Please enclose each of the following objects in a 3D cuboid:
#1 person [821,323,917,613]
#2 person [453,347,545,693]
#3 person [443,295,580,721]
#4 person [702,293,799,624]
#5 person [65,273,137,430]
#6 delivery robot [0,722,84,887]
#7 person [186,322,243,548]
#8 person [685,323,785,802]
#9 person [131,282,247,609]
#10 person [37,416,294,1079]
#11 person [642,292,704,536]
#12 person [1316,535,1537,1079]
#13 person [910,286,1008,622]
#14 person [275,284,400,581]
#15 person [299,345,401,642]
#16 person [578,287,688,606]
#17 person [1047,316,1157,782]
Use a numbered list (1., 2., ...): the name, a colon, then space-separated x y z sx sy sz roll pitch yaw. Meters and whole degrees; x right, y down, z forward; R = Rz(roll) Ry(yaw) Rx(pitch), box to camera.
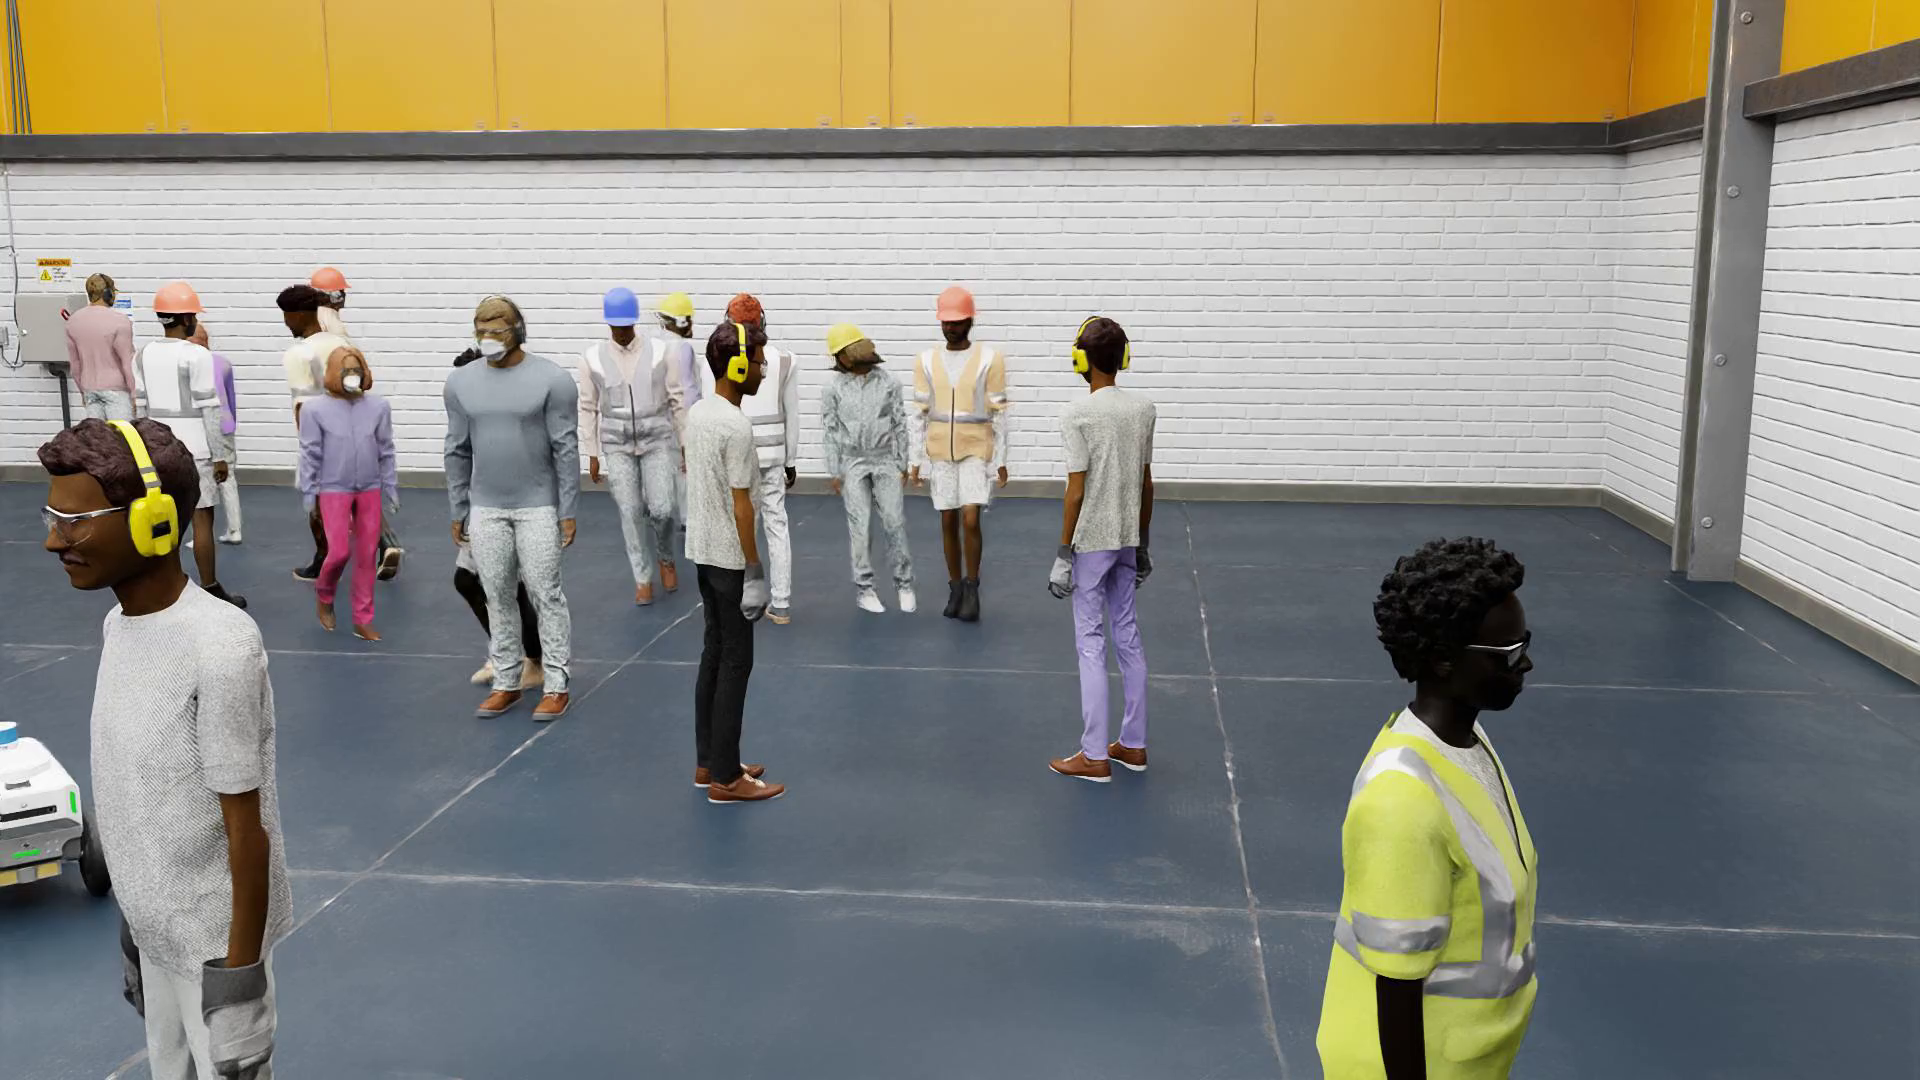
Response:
1. person: -0.512 -0.414 9.776 0.579 1.696 0.375 -2 10 -11
2. person: -2.212 -0.081 7.927 0.466 1.668 0.550 -5 11 -28
3. person: -2.028 -0.139 7.547 0.636 1.928 0.387 1 10 8
4. person: -1.177 -0.440 9.371 0.573 1.887 0.355 -6 11 -29
5. person: -6.955 -1.203 13.591 0.632 1.940 0.372 3 10 15
6. delivery robot: -3.174 0.849 5.531 0.477 0.478 0.707 -8 12 -38
7. person: -5.394 -0.747 11.860 0.349 1.629 0.530 6 12 32
8. person: -0.878 0.094 6.421 0.345 1.857 0.524 -6 11 -29
9. person: -4.516 -0.526 9.714 0.543 1.939 0.371 3 10 18
10. person: -1.320 0.715 2.849 0.510 1.861 0.324 9 13 41
11. person: -2.113 -0.919 12.296 0.520 1.820 0.608 -5 11 -27
12. person: 0.737 0.831 2.636 0.320 1.698 0.531 4 11 23
13. person: -0.030 -0.478 9.485 0.554 1.915 0.612 3 10 17
14. person: -3.938 -0.651 10.479 0.780 1.924 0.646 4 11 21
15. person: -3.325 -0.252 9.044 0.510 1.618 0.397 -9 14 -43
16. person: -1.934 -0.547 9.921 0.644 1.907 0.513 -1 10 -7
17. person: 0.570 0.039 6.691 0.534 1.865 0.309 -8 13 -39
